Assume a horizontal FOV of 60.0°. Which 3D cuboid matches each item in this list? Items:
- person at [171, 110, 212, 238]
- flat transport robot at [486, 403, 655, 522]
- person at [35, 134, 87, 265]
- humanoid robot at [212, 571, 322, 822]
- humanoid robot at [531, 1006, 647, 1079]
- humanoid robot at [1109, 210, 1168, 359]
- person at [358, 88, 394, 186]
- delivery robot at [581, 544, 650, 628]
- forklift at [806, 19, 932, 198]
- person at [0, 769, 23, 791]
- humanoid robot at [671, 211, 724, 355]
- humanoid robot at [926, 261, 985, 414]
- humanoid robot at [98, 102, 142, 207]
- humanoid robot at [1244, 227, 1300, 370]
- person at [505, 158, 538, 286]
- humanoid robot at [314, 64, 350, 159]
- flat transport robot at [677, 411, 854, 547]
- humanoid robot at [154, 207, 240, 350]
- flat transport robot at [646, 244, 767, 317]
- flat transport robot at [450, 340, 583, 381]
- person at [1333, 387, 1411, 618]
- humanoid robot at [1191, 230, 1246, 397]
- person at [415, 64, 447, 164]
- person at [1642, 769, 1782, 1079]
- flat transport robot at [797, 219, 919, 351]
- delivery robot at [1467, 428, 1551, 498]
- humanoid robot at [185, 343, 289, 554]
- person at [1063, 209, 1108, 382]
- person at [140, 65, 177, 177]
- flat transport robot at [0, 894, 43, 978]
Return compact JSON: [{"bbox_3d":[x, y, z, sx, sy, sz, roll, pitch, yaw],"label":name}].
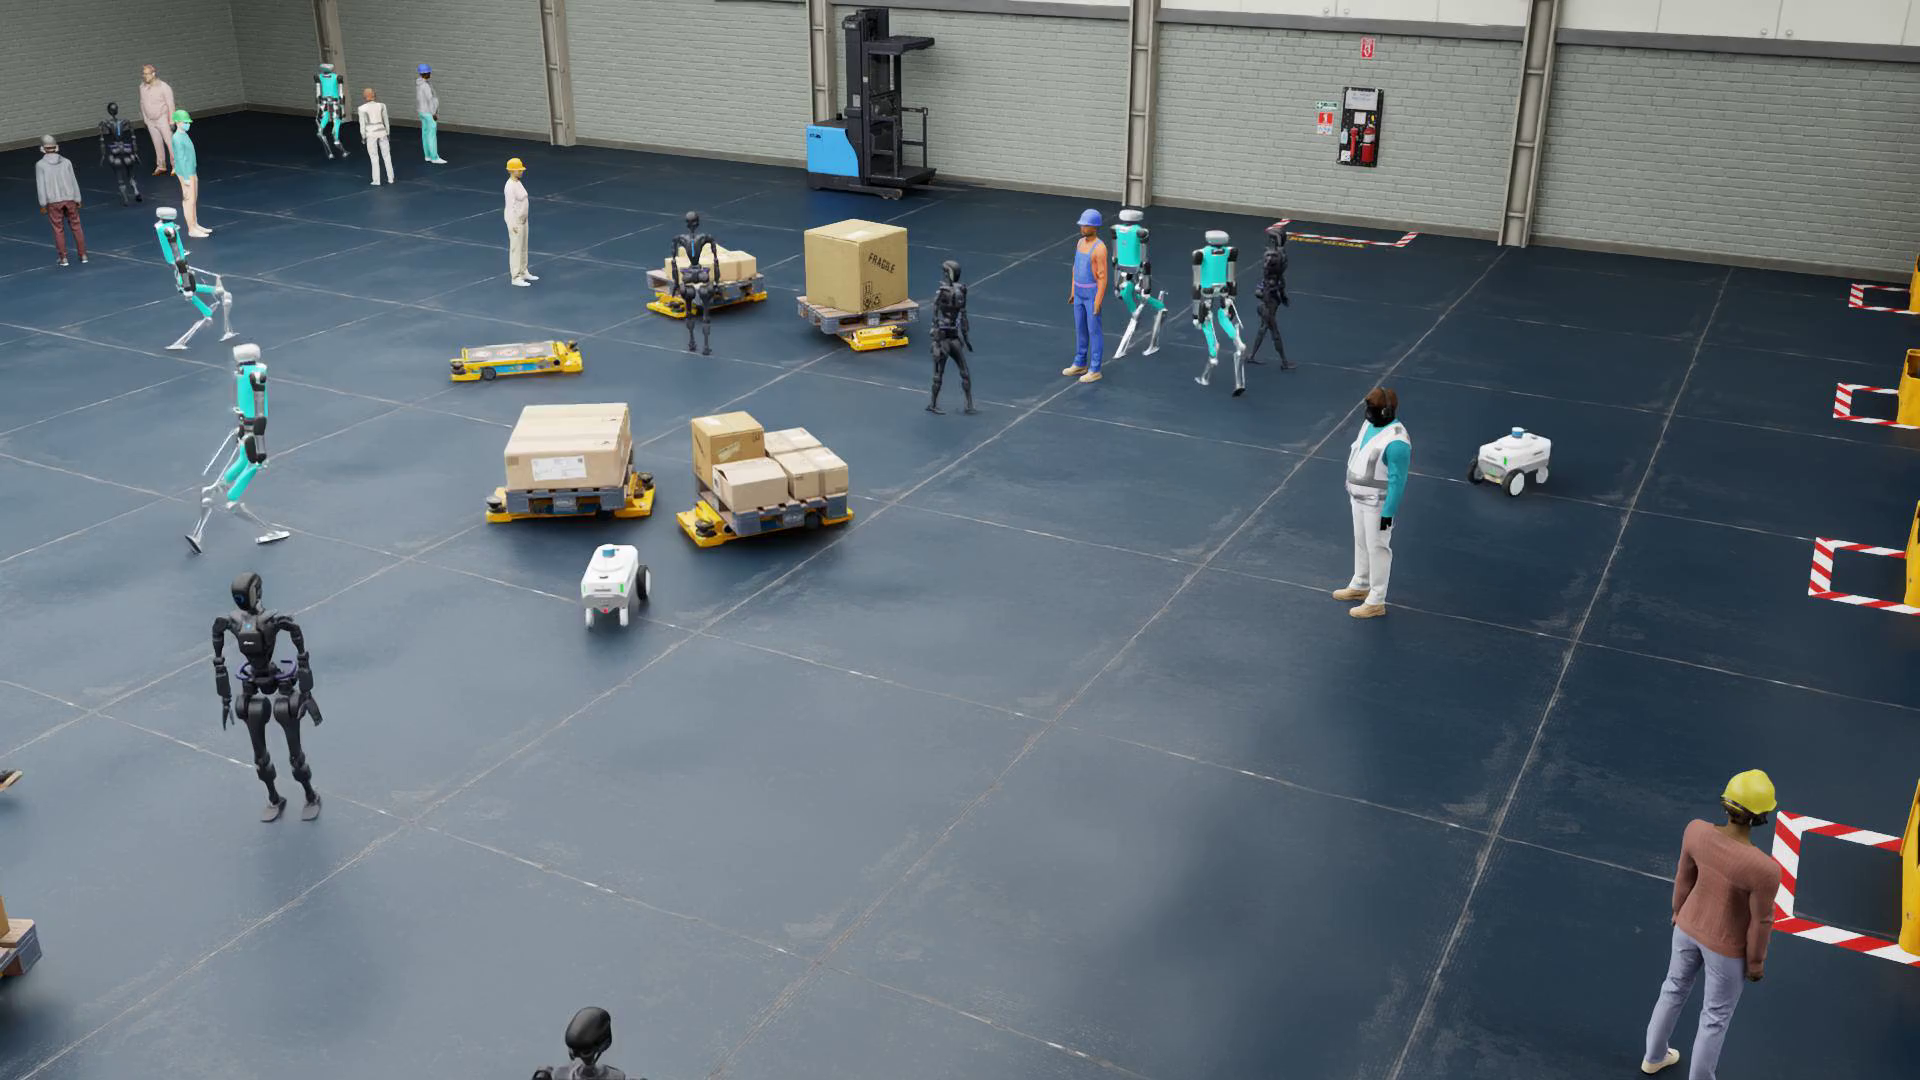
[{"bbox_3d":[-11.548,-5.488,24.913,0.373,1.869,0.511,-5,24,-11],"label":"person"},{"bbox_3d":[-3.517,-0.392,15.076,1.431,0.231,0.659,-2,23,-5],"label":"flat transport robot"},{"bbox_3d":[-12.626,-4.776,23.338,0.550,1.806,0.381,-20,30,-39],"label":"person"},{"bbox_3d":[-4.222,0.955,10.157,0.608,1.659,0.310,-2,23,-4],"label":"humanoid robot"},{"bbox_3d":[-1.433,2.525,6.546,0.603,1.625,0.756,3,23,8],"label":"humanoid robot"},{"bbox_3d":[2.099,-2.962,19.226,0.887,1.776,0.571,-21,31,-40],"label":"humanoid robot"},{"bbox_3d":[-10.012,-6.913,28.518,0.513,1.638,0.310,-17,29,-34],"label":"person"},{"bbox_3d":[-2.736,0.315,13.049,0.499,0.581,0.768,-1,23,-1],"label":"delivery robot"},{"bbox_3d":[-1.573,-7.292,27.850,1.873,2.768,1.129,12,26,25],"label":"forklift"},{"bbox_3d":[-6.443,0.831,10.149,0.979,1.907,0.620,0,23,0],"label":"person"},{"bbox_3d":[-3.067,-3.014,19.399,0.605,1.642,0.539,-2,23,-5],"label":"humanoid robot"},{"bbox_3d":[-0.072,-2.077,17.235,0.646,1.633,0.588,16,28,33],"label":"humanoid robot"},{"bbox_3d":[-13.590,-6.224,26.872,0.601,1.650,0.349,-19,30,-38],"label":"humanoid robot"},{"bbox_3d":[3.581,-2.725,18.752,0.716,1.627,0.614,13,26,27],"label":"humanoid robot"},{"bbox_3d":[-5.912,-4.257,22.273,0.327,1.692,0.475,1,23,3],"label":"person"},{"bbox_3d":[-11.527,-7.767,30.389,0.543,1.763,0.943,0,23,1],"label":"humanoid robot"},{"bbox_3d":[-1.704,-0.230,14.699,1.431,0.231,0.659,-11,26,-24],"label":"flat transport robot"},{"bbox_3d":[-8.875,-3.049,19.441,1.047,1.744,0.552,-15,28,-32],"label":"humanoid robot"},{"bbox_3d":[-3.259,-3.132,21.455,1.431,0.231,0.659,-21,31,-40],"label":"flat transport robot"},{"bbox_3d":[-5.051,-2.039,18.909,1.431,0.231,0.659,-7,24,-16],"label":"flat transport robot"},{"bbox_3d":[3.190,-0.301,12.872,0.429,1.840,0.635,-4,24,-9],"label":"person"},{"bbox_3d":[2.857,-2.377,17.904,0.530,1.777,1.019,-8,25,-18],"label":"humanoid robot"},{"bbox_3d":[-9.711,-7.786,30.381,0.357,1.778,0.533,-16,28,-33],"label":"person"},{"bbox_3d":[3.604,1.879,7.908,0.343,1.761,0.522,-11,26,-24],"label":"person"},{"bbox_3d":[-1.230,-2.595,20.204,0.659,0.231,1.431,-11,25,-23],"label":"flat transport robot"},{"bbox_3d":[5.160,-0.740,15.546,0.807,0.613,0.499,-16,28,-32],"label":"delivery robot"},{"bbox_3d":[-6.218,-0.714,14.002,0.941,1.795,0.558,-15,28,-32],"label":"humanoid robot"},{"bbox_3d":[1.412,-2.708,18.389,0.362,1.912,0.515,-15,27,-31],"label":"person"},{"bbox_3d":[-14.085,-7.360,29.223,0.641,1.910,0.404,7,24,15],"label":"person"},{"bbox_3d":[-5.477,2.452,8.453,0.659,0.231,1.431,1,23,3],"label":"flat transport robot"}]
